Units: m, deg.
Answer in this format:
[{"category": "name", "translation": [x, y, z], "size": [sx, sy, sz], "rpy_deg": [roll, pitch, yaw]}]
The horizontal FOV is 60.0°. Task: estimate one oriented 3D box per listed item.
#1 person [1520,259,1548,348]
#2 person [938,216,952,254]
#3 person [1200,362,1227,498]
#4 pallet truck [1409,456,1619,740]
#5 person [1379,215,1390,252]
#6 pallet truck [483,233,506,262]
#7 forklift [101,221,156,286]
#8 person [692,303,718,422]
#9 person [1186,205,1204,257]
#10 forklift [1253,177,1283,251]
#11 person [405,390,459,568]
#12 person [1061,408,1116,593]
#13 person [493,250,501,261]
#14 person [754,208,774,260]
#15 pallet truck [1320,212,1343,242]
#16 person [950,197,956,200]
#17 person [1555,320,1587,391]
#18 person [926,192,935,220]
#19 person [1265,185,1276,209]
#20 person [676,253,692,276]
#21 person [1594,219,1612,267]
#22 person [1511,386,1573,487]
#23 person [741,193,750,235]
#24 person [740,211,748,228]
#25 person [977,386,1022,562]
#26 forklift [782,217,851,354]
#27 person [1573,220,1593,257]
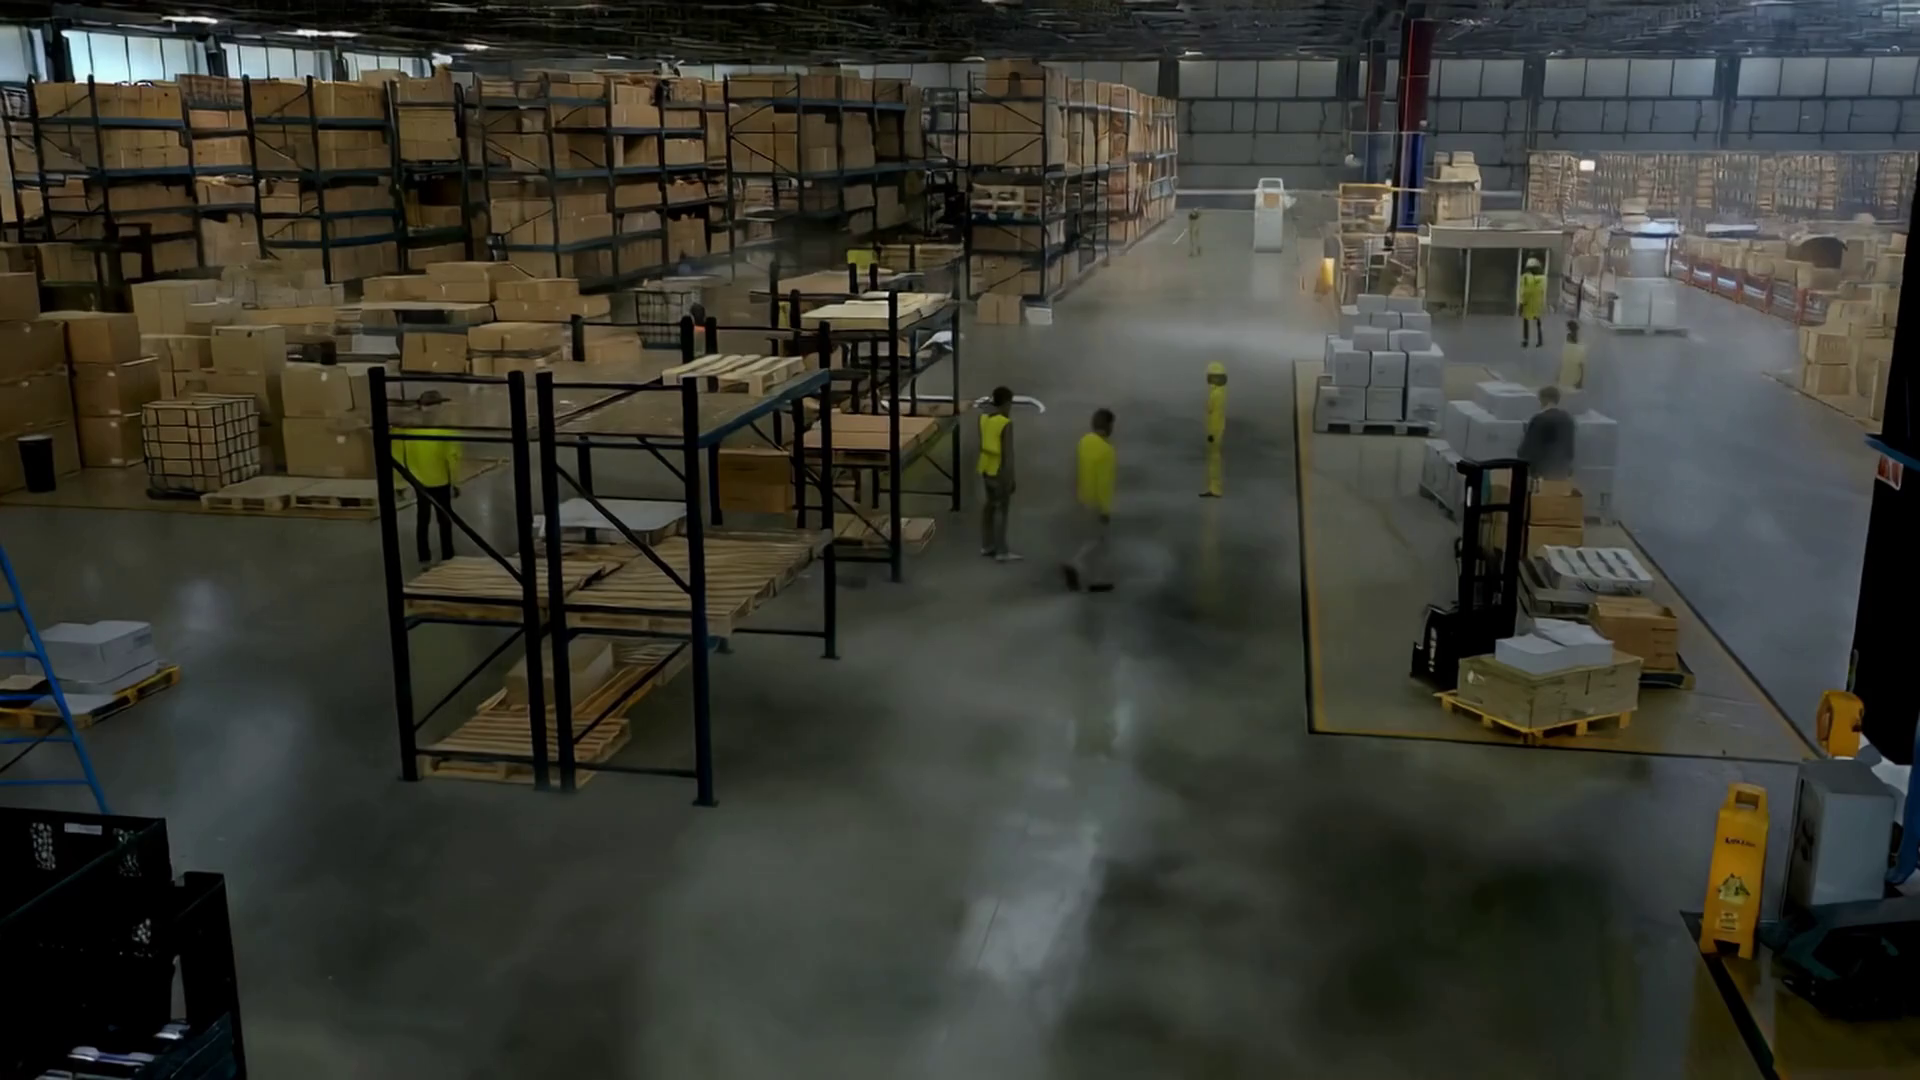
[{"category": "person", "translation": [12.388, -5.100, 35.961], "size": [0.559, 1.888, 0.411], "rpy_deg": [8, 16, 30]}, {"category": "person", "translation": [-0.560, -10.610, 58.752], "size": [0.563, 1.667, 0.395], "rpy_deg": [-7, 15, -26]}, {"category": "person", "translation": [3.250, -1.406, 21.249], "size": [0.287, 1.746, 0.487], "rpy_deg": [4, 14, 16]}, {"category": "pallet truck", "translation": [4.504, 0.400, 13.395], "size": [0.823, 1.965, 1.885], "rpy_deg": [-6, 15, -23]}, {"category": "person", "translation": [14.049, -9.770, 54.950], "size": [0.422, 1.875, 0.696], "rpy_deg": [2, 14, 6]}, {"category": "pallet truck", "translation": [-11.832, -7.026, 43.548], "size": [1.885, 1.965, 0.823], "rpy_deg": [8, 16, 28]}, {"category": "forklift", "translation": [-16.772, -5.071, 33.793], "size": [1.129, 2.768, 1.873], "rpy_deg": [3, 14, 10]}, {"category": "person", "translation": [-4.084, -2.749, 26.245], "size": [0.361, 1.964, 0.613], "rpy_deg": [12, 19, 41]}, {"category": "person", "translation": [8.697, -11.450, 61.653], "size": [0.634, 1.924, 0.473], "rpy_deg": [7, 16, 28]}, {"category": "forklift", "translation": [12.083, -12.747, 64.956], "size": [1.129, 2.768, 1.873], "rpy_deg": [3, 14, 10]}, {"category": "person", "translation": [-5.634, -0.645, 17.816], "size": [0.584, 1.918, 0.408], "rpy_deg": [3, 14, 11]}, {"category": "person", "translation": [1.306, -0.372, 16.709], "size": [0.565, 1.921, 0.633], "rpy_deg": [-5, 15, -18]}, {"category": "person", "translation": [-14.652, -9.049, 52.599], "size": [0.532, 1.580, 0.870], "rpy_deg": [2, 14, 7]}, {"category": "person", "translation": [-7.104, -11.058, 60.192], "size": [0.620, 1.852, 0.960], "rpy_deg": [-7, 16, -27]}, {"category": "pallet truck", "translation": [15.874, -13.227, 70.310], "size": [0.680, 1.201, 1.601], "rpy_deg": [10, 17, 35]}, {"category": "person", "translation": [-0.267, -17.876, 87.962], "size": [0.625, 1.814, 0.513], "rpy_deg": [3, 14, 11]}, {"category": "person", "translation": [9.175, -2.377, 24.963], "size": [0.600, 1.856, 0.542], "rpy_deg": [-5, 15, -19]}, {"category": "person", "translation": [-1.543, -17.633, 87.090], "size": [0.532, 1.767, 0.328], "rpy_deg": [-7, 15, -26]}, {"category": "person", "translation": [15.445, -16.752, 83.129], "size": [0.619, 1.955, 0.953], "rpy_deg": [-4, 14, -16]}, {"category": "person", "translation": [-6.415, -5.775, 38.827], "size": [0.938, 1.831, 0.513], "rpy_deg": [7, 15, 25]}, {"category": "person", "translation": [21.810, -10.043, 56.421], "size": [0.552, 1.682, 0.435], "rpy_deg": [4, 15, 17]}, {"category": "person", "translation": [6.356, -0.750, 18.286], "size": [0.651, 1.886, 1.025], "rpy_deg": [-11, 18, -38]}, {"category": "person", "translation": [-9.605, -14.432, 73.781], "size": [0.572, 1.912, 0.474], "rpy_deg": [0, 14, -1]}, {"category": "person", "translation": [-8.974, -13.165, 69.235], "size": [0.440, 1.618, 0.556], "rpy_deg": [4, 14, 16]}, {"category": "person", "translation": [0.409, -0.717, 18.106], "size": [0.393, 1.915, 0.587], "rpy_deg": [-8, 16, -29]}, {"category": "forklift", "translation": [-3.048, -5.434, 35.265], "size": [1.129, 2.768, 1.873], "rpy_deg": [3, 14, 10]}, {"category": "person", "translation": [20.080, -9.415, 53.625], "size": [0.600, 1.813, 0.651], "rpy_deg": [4, 14, 14]}]
